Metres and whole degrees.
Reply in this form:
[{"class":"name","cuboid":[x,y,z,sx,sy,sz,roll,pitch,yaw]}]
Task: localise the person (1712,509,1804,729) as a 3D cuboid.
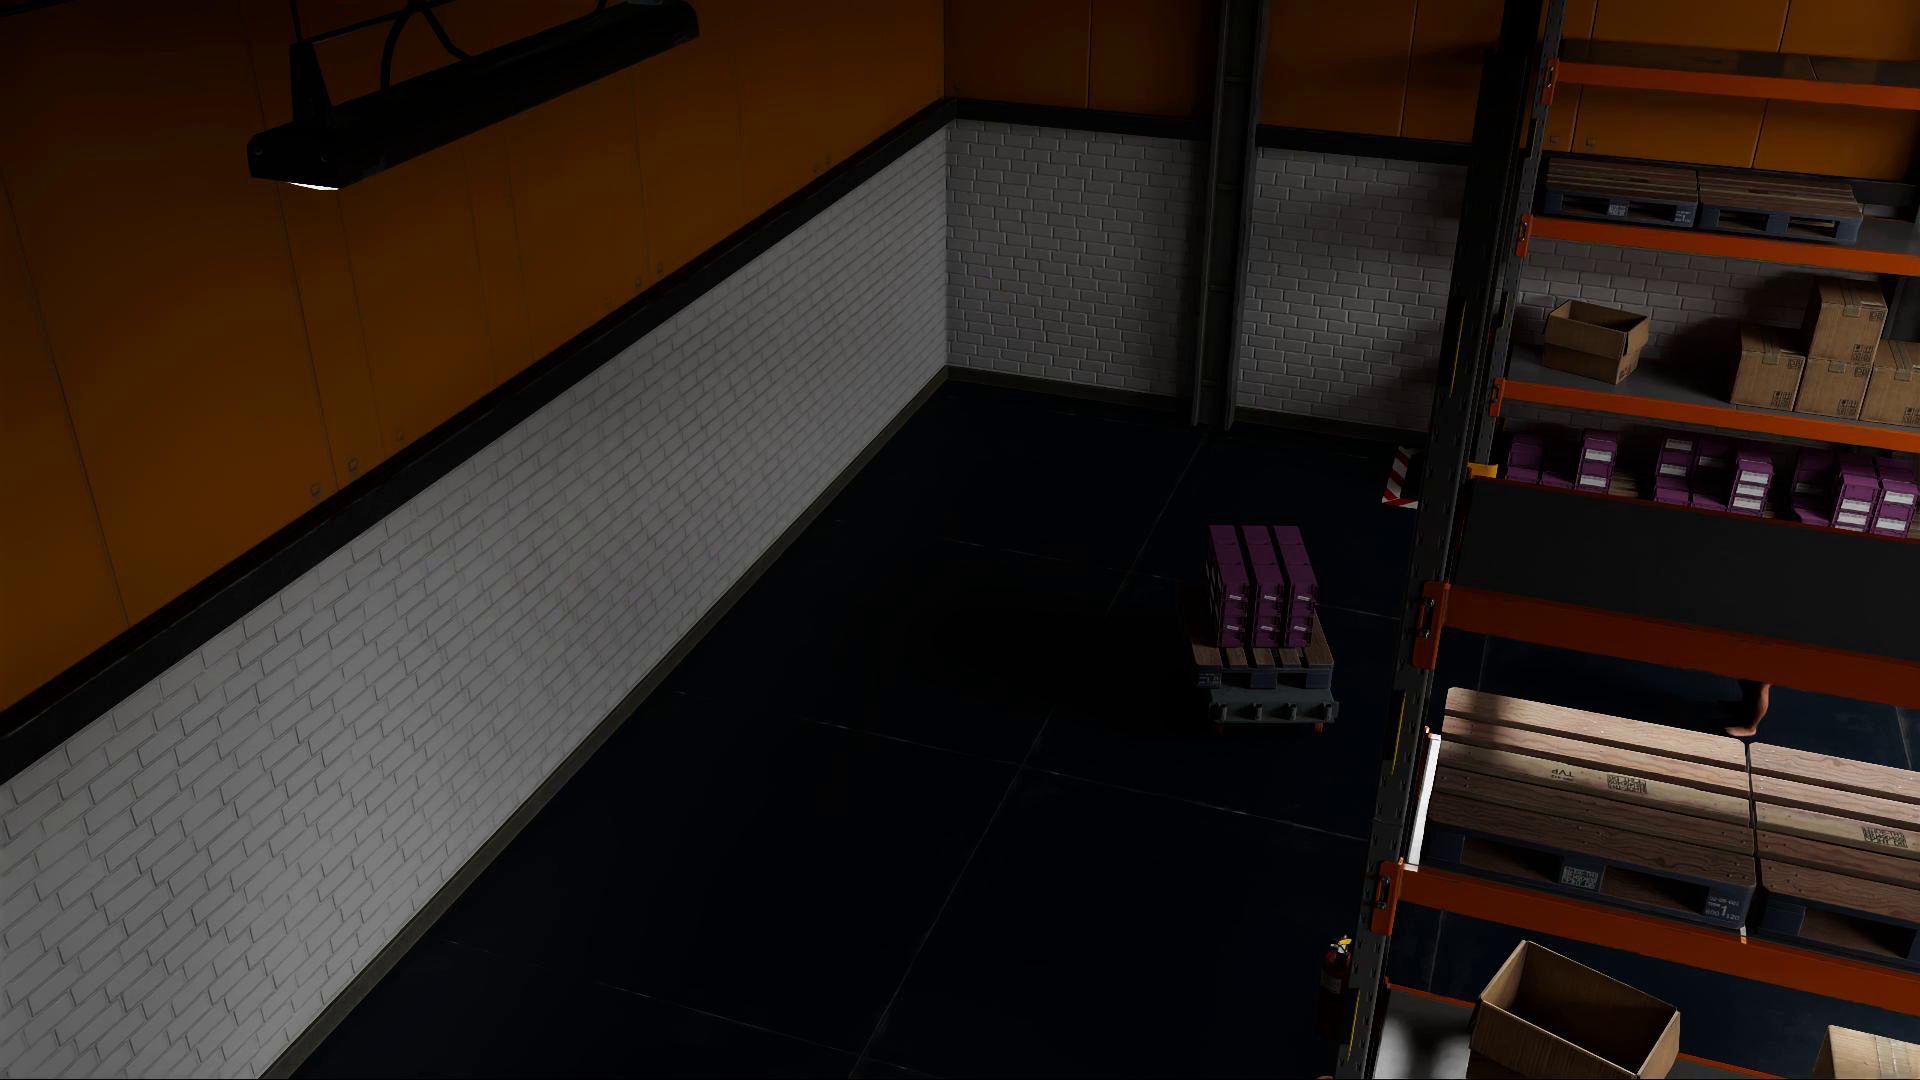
[{"class":"person","cuboid":[5.795,0.579,12.000,0.604,1.780,0.691,18,33,30]}]
